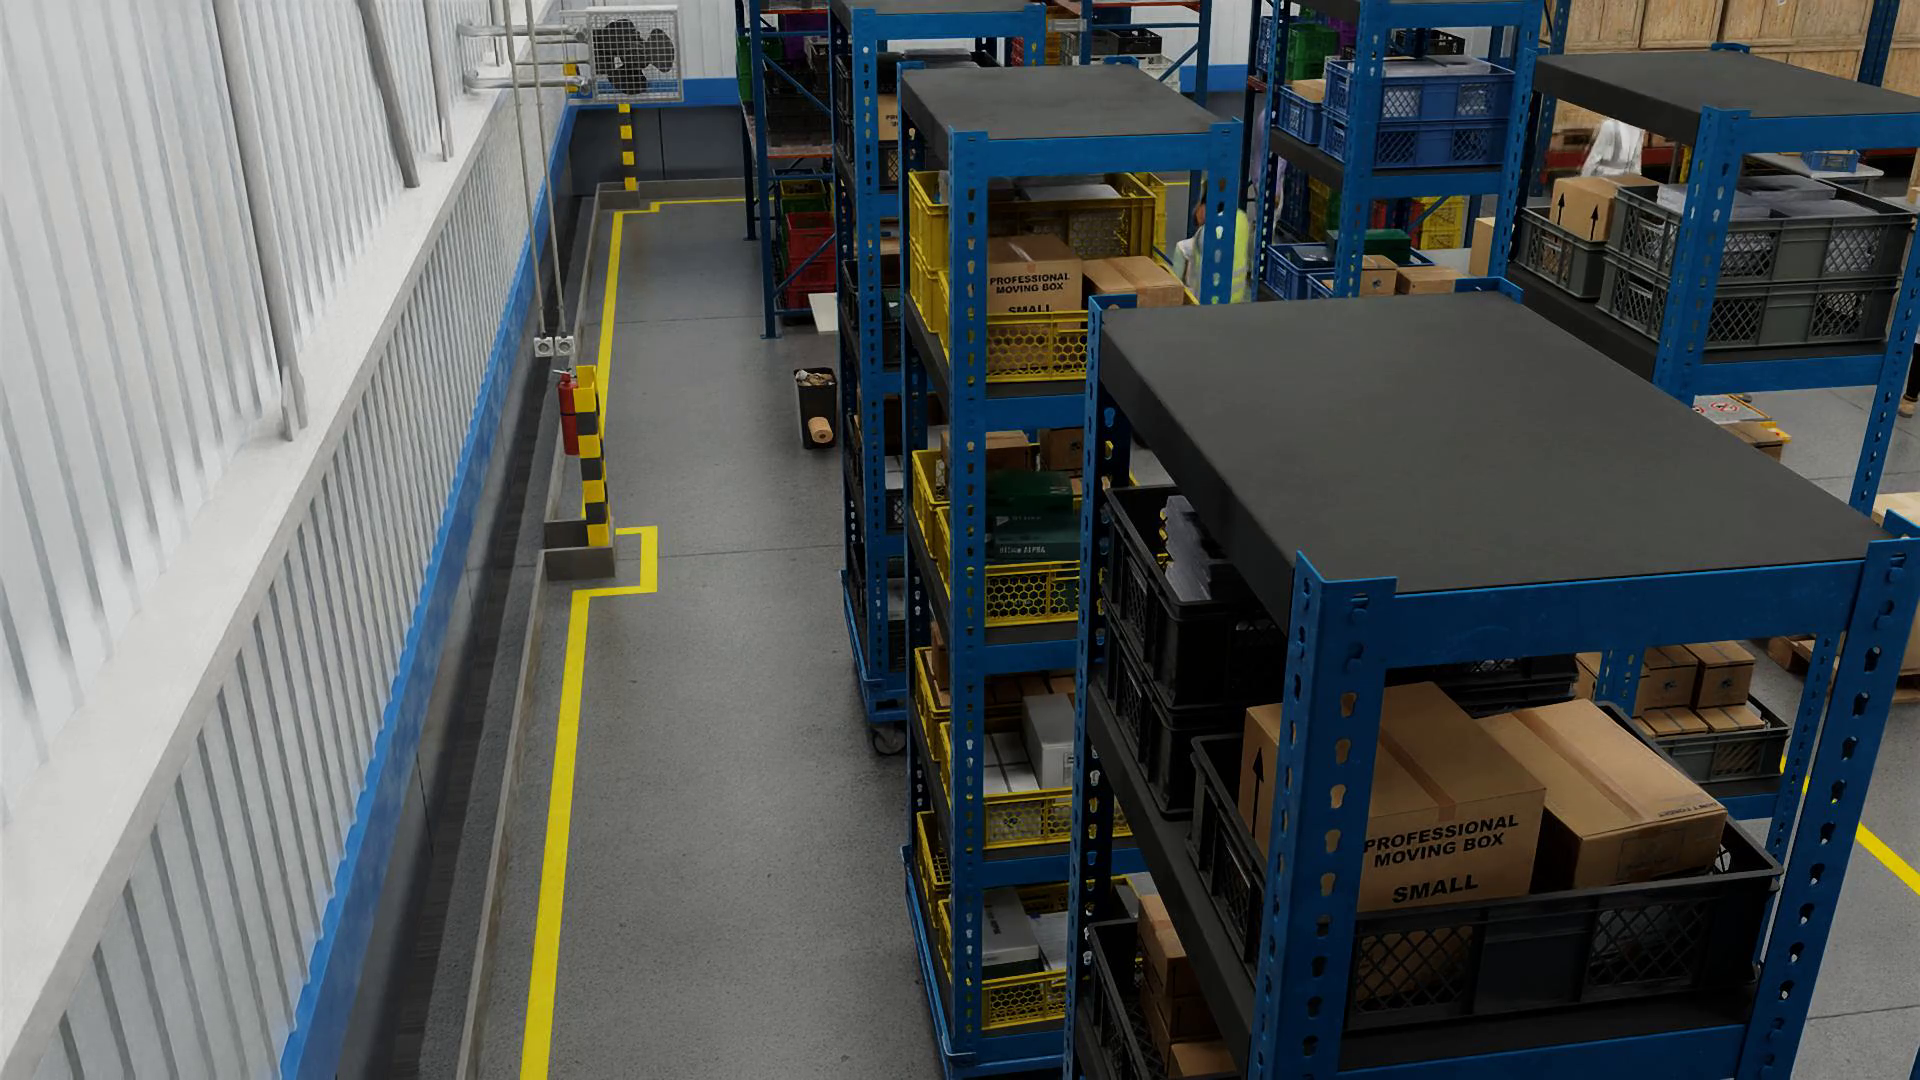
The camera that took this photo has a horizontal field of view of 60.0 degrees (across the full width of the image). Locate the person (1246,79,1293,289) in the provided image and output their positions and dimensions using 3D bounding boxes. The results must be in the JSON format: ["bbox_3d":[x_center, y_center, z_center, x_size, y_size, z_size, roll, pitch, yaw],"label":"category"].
[{"bbox_3d":[2.889,-3.316,15.502,0.369,1.932,0.633,0,25,1],"label":"person"}]

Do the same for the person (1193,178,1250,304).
[{"bbox_3d":[1.872,-1.784,12.291,0.430,1.847,0.626,13,28,27],"label":"person"}]

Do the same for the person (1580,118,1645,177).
[{"bbox_3d":[6.132,-3.329,15.646,0.594,1.829,0.818,-19,31,-35],"label":"person"}]

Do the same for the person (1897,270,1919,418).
[{"bbox_3d":[7.302,-1.725,12.320,0.535,1.697,0.318,2,25,4],"label":"person"}]
